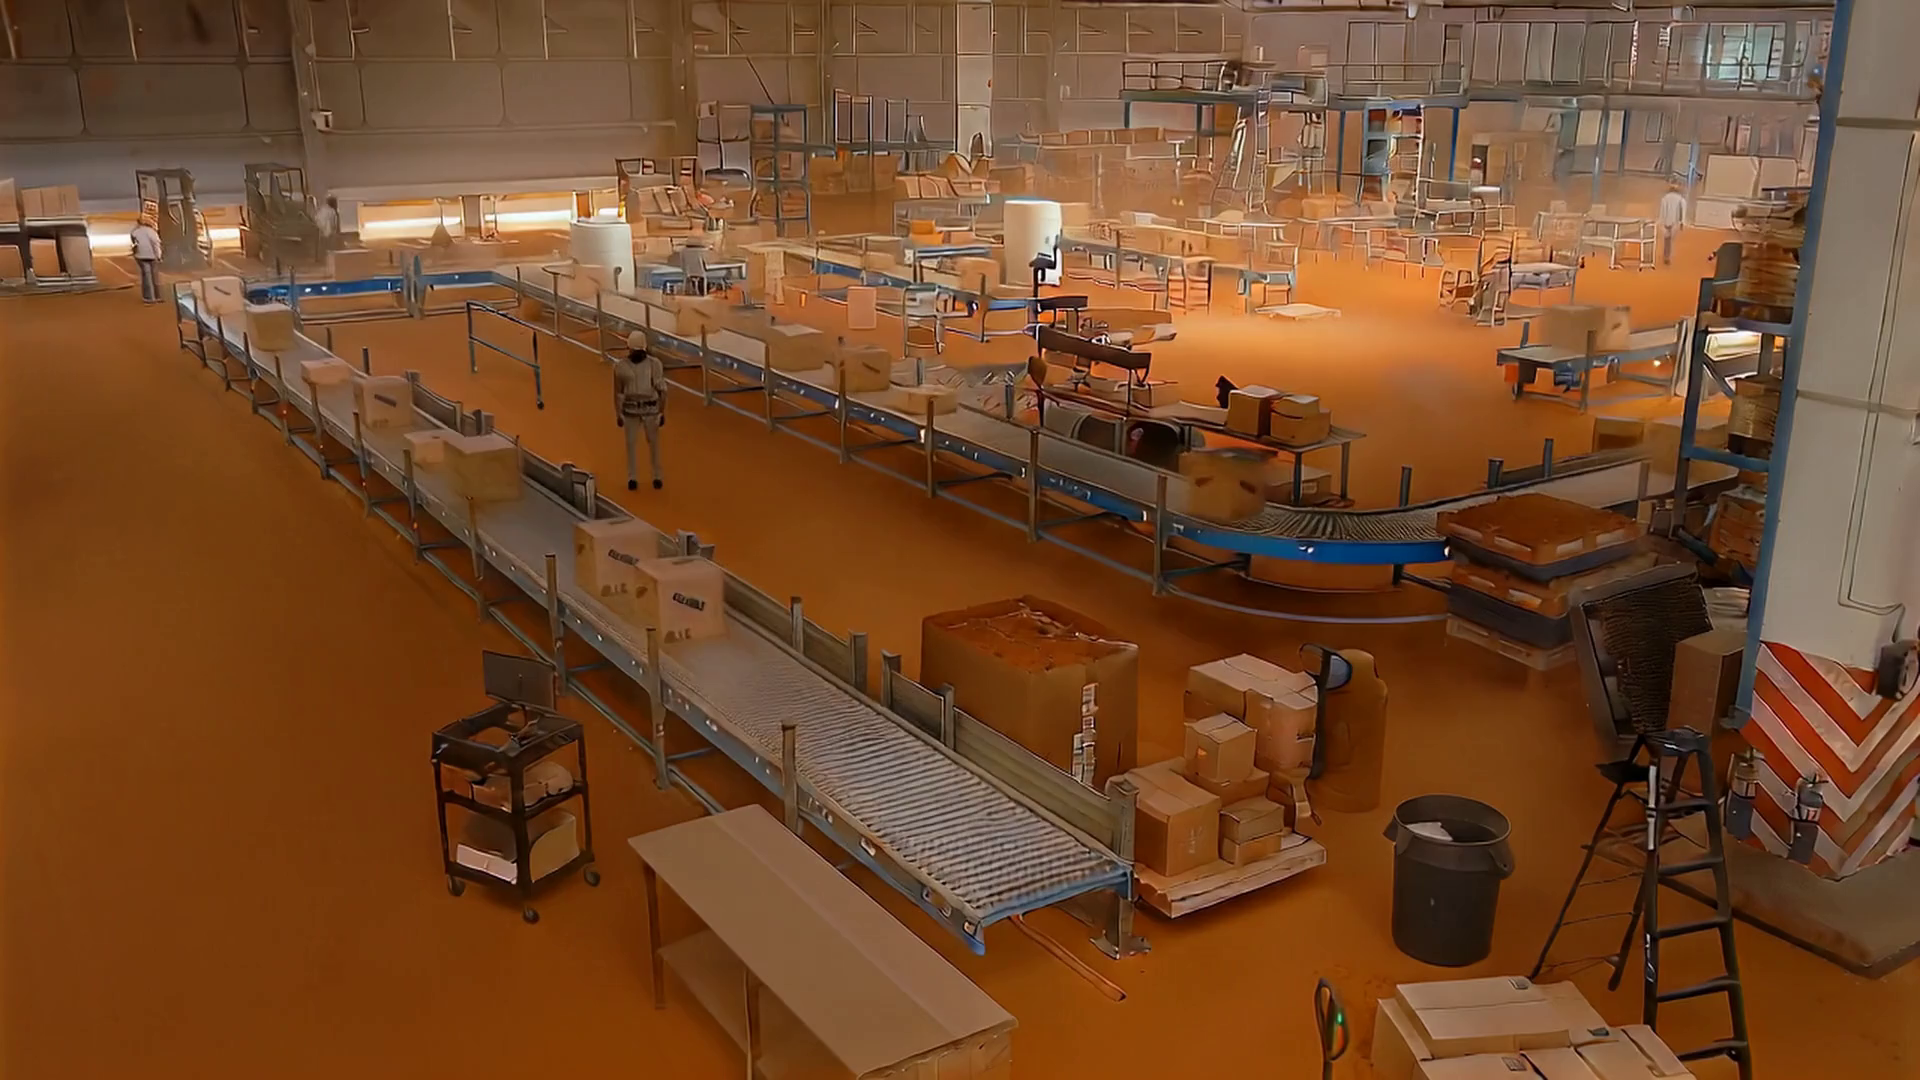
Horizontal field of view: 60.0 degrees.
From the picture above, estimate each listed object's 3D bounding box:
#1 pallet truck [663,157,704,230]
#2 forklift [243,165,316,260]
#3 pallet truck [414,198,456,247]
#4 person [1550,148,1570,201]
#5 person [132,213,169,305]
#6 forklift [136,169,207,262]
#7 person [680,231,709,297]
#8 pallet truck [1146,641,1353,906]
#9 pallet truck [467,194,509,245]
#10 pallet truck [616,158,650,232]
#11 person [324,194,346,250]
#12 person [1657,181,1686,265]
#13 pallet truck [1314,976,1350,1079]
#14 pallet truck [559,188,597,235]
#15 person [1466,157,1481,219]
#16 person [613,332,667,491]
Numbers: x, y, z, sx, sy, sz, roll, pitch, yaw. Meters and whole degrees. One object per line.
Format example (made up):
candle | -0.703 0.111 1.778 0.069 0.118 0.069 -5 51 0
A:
pallet truck | -7.586 -9.308 44.692 0.823 1.965 1.885 -11 20 -33
forklift | -15.898 -7.669 38.708 1.157 1.987 2.680 -11 20 -33
pallet truck | -13.250 -8.060 41.856 0.680 1.201 1.601 -10 20 -31
person | 18.328 -11.043 50.770 0.592 1.822 0.475 -8 19 -26
person | -15.733 -5.452 32.257 0.523 1.769 0.322 2 17 7
forklift | -17.842 -7.318 37.559 1.157 1.987 2.680 -10 20 -31
person | -4.845 -4.828 30.407 0.508 1.632 0.265 1 17 5
pallet truck | 1.664 1.407 10.232 1.630 1.274 0.653 -10 20 -31
pallet truck | -11.983 -8.177 42.137 0.704 1.261 1.522 -11 20 -33
pallet truck | -8.918 -9.176 44.255 0.823 1.965 1.885 -9 19 -27
person | -13.319 -6.470 35.532 0.505 1.824 0.576 -8 19 -25
person | 16.264 -7.284 38.154 0.550 1.876 1.016 1 17 3
pallet truck | 2.299 2.390 7.086 1.601 1.201 0.680 -2 17 -7
pallet truck | -10.010 -8.652 43.699 0.653 1.274 1.630 -10 20 -31
person | 14.745 -10.076 47.679 0.487 1.746 0.290 -14 22 -39
person | -3.624 -1.460 18.874 0.591 1.826 0.403 -2 17 -8
